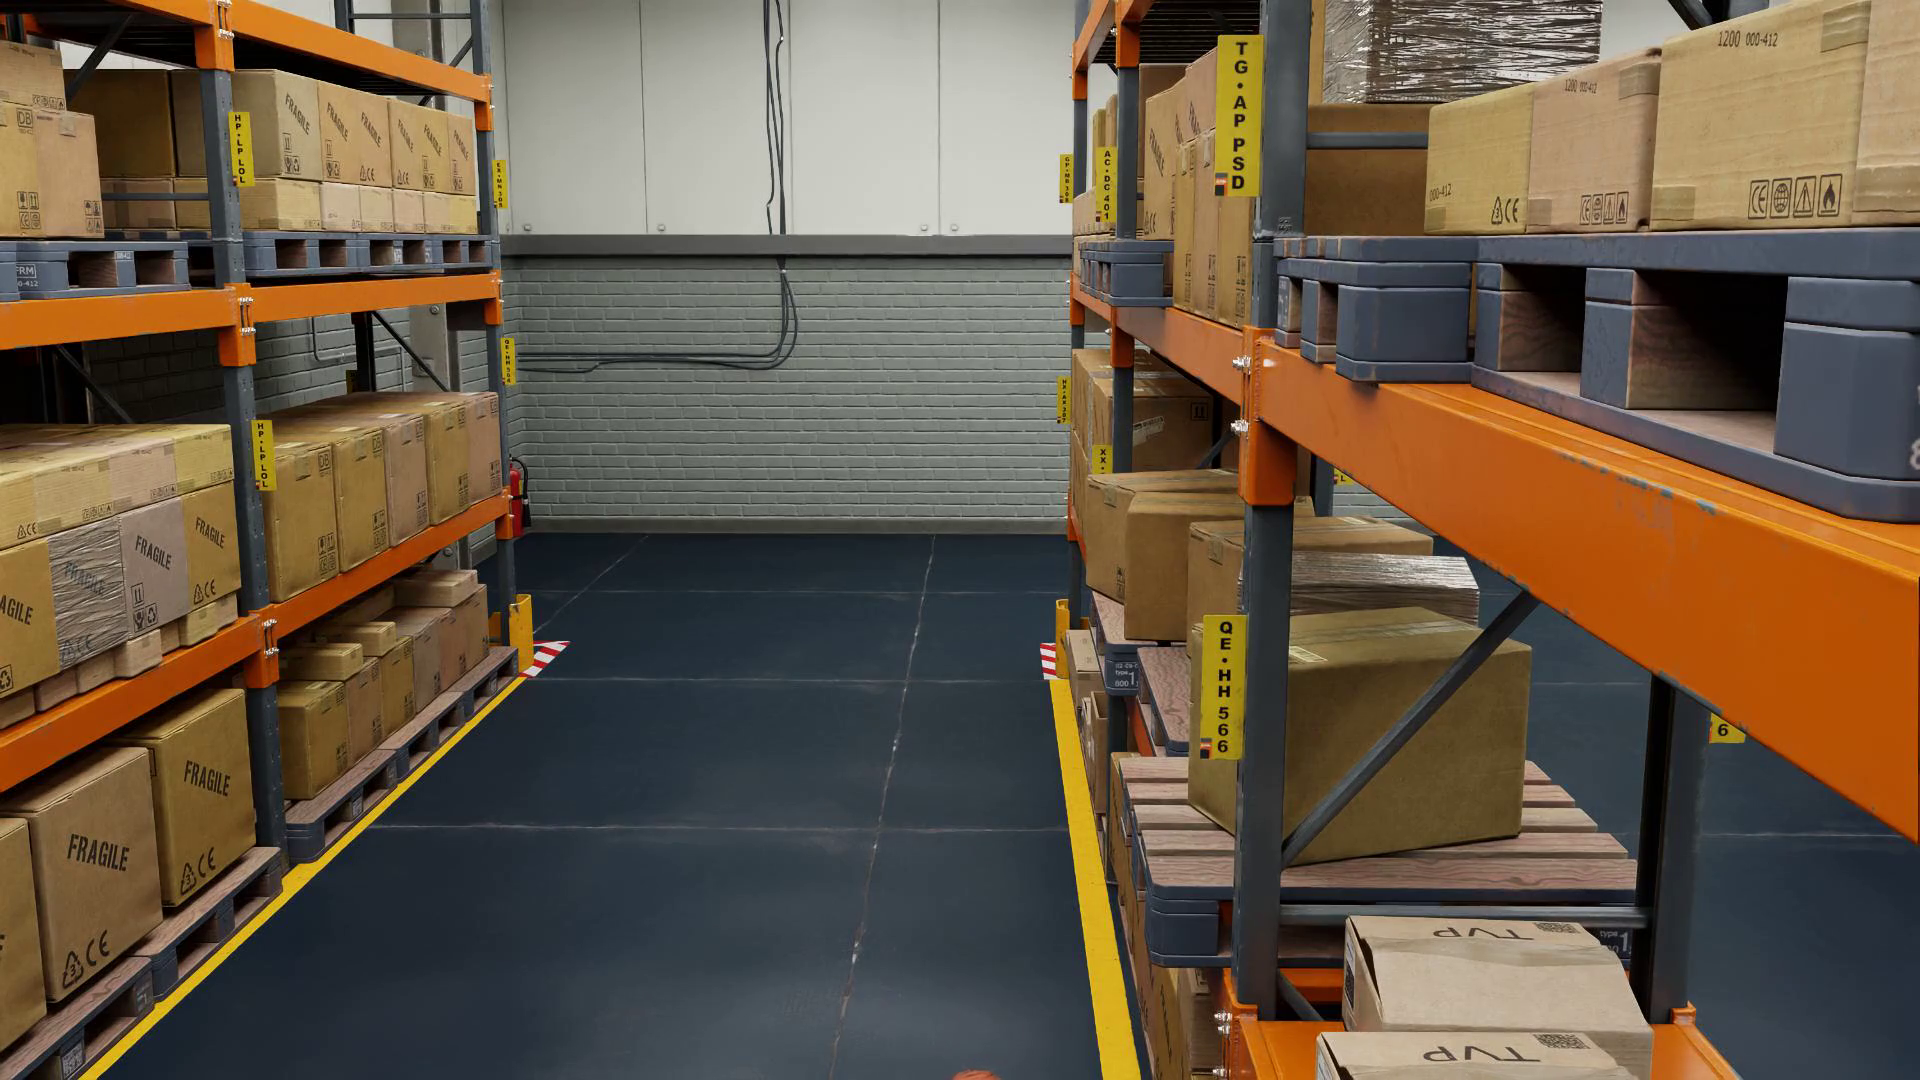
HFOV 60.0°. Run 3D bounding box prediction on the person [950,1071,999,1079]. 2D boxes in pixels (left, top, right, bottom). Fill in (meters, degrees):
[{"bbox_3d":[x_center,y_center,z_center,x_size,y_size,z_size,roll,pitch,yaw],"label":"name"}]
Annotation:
[{"bbox_3d":[0.011,1.674,2.437,0.575,1.883,0.355,0,10,1],"label":"person"}]
